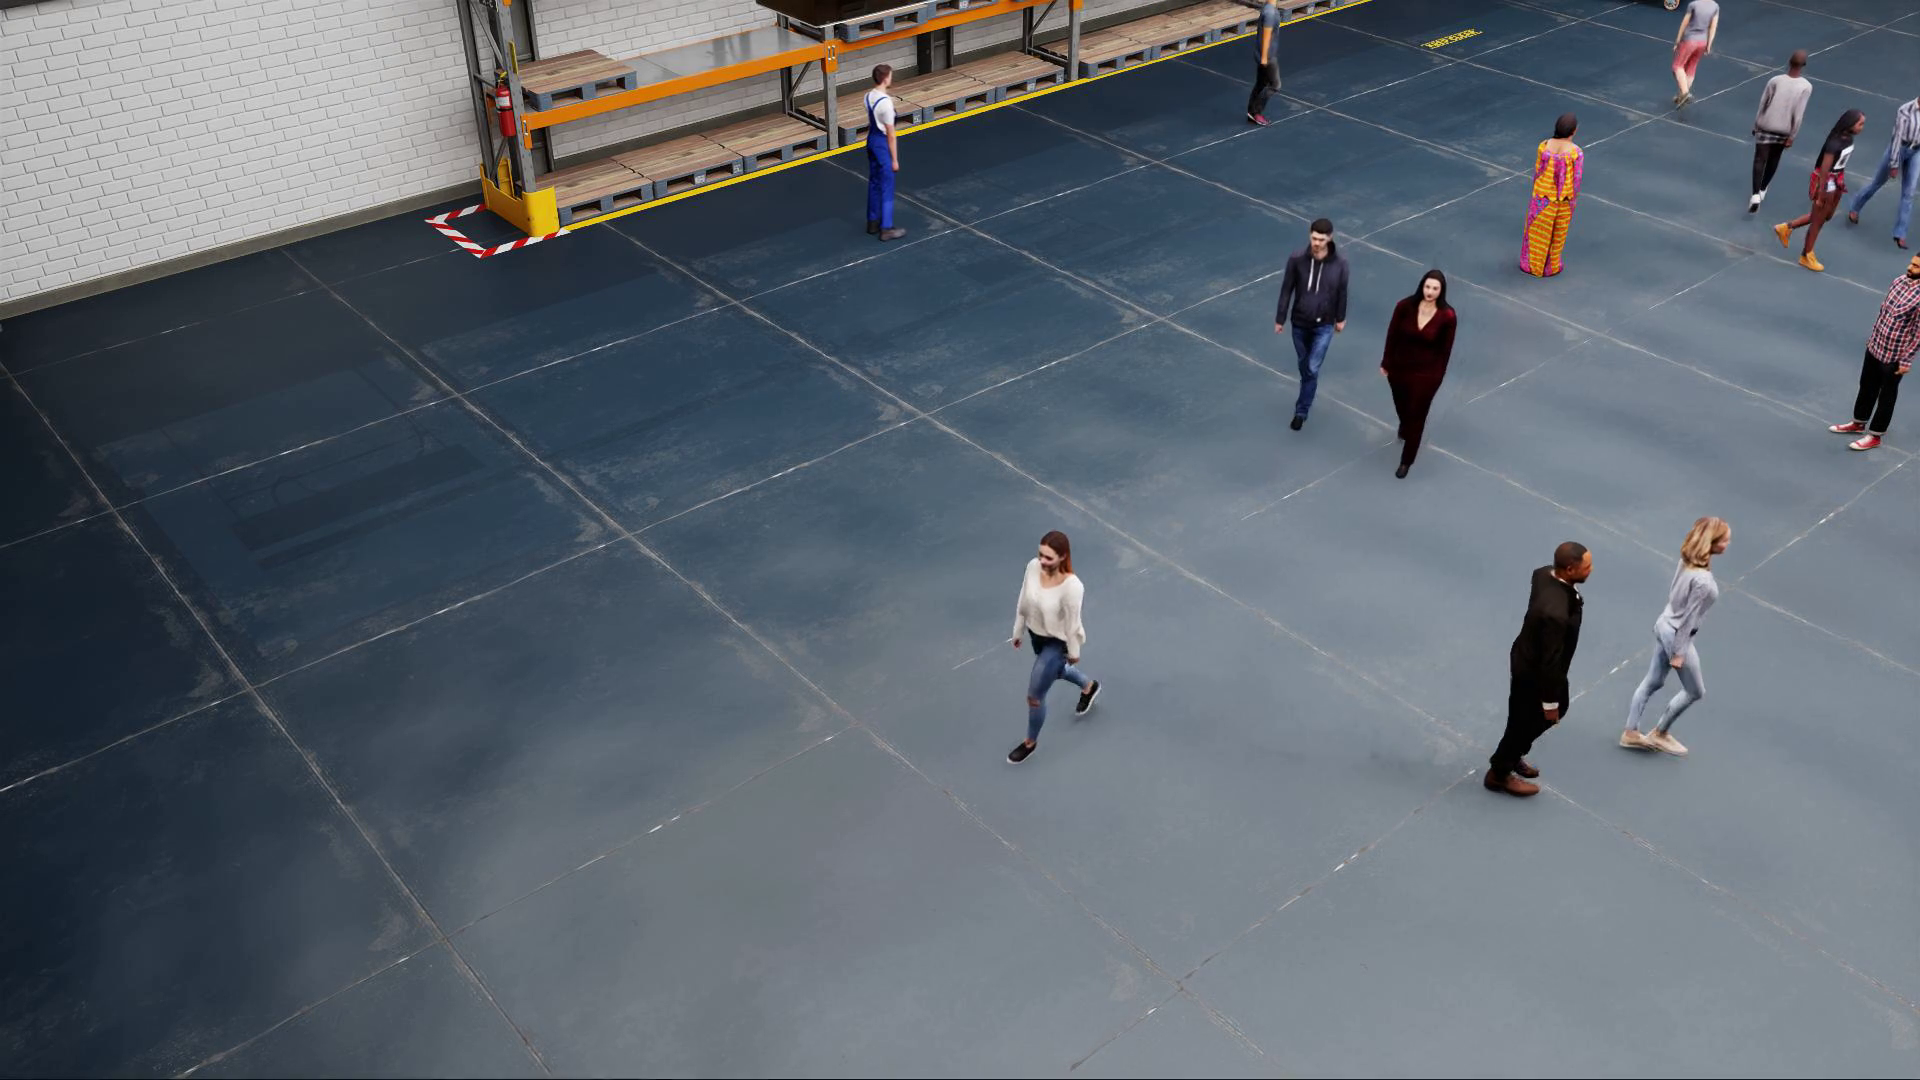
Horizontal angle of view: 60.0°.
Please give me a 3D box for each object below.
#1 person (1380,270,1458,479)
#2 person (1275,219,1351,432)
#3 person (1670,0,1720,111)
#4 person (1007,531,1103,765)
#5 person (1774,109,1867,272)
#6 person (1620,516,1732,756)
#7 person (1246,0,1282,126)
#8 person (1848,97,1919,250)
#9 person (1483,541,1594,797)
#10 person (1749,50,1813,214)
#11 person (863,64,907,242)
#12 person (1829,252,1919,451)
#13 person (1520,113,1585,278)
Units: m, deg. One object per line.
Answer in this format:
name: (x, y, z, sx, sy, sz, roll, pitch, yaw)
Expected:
person: (3.754, -1.443, 13.681, 0.917, 1.709, 1.207, 18, 37, 25)
person: (3.039, -1.896, 14.254, 1.044, 1.829, 1.286, 14, 36, 20)
person: (9.223, -6.190, 20.889, 0.933, 1.635, 0.970, 0, 34, 1)
person: (0.633, 0.618, 10.630, 1.088, 1.654, 0.609, -23, 40, -31)
person: (8.708, -3.583, 16.910, 0.736, 1.699, 0.802, 26, 42, 33)
person: (4.446, 0.614, 10.520, 0.815, 1.782, 0.744, 7, 34, 10)
person: (3.672, -5.978, 20.422, 0.847, 1.799, 0.772, 6, 34, 8)
person: (9.846, -4.016, 17.526, 1.194, 1.737, 1.118, -3, 34, -5)
person: (3.443, 0.791, 10.158, 0.920, 1.888, 0.831, 8, 34, 11)
person: (8.889, -4.435, 18.155, 0.978, 1.740, 1.216, 12, 35, 17)
person: (-0.840, -4.104, 17.558, 0.562, 1.849, 0.625, -22, 39, -29)
person: (7.777, -1.602, 13.874, 0.796, 1.760, 0.790, -4, 34, -7)
person: (6.022, -3.527, 16.836, 0.675, 1.686, 0.686, 27, 42, 34)
